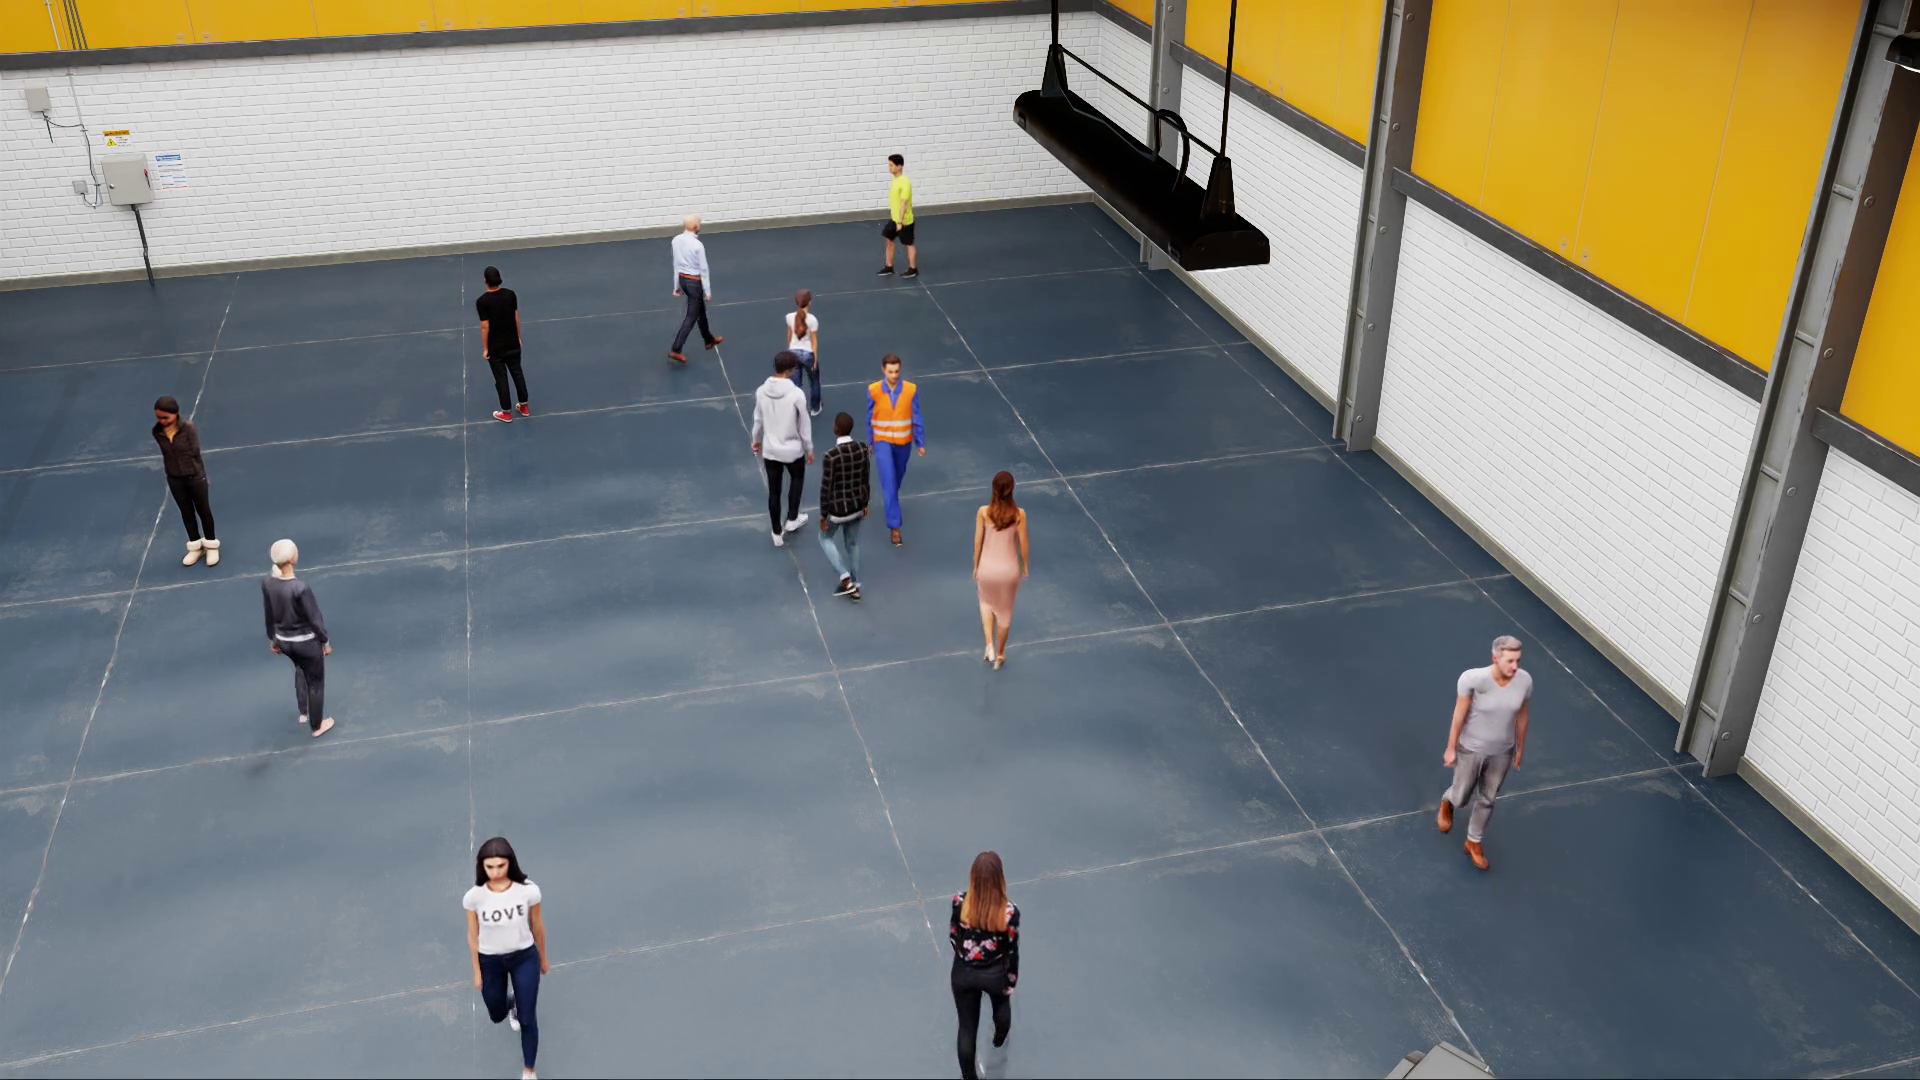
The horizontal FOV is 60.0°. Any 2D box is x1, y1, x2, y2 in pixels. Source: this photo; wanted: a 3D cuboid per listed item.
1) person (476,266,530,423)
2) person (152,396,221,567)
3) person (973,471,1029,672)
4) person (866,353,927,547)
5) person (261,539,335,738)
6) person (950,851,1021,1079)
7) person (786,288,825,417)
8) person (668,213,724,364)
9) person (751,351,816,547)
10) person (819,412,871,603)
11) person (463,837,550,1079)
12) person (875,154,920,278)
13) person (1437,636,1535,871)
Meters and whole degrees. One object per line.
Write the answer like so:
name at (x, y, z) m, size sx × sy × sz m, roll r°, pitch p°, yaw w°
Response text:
person at (-5.009, -2.152, 18.213) m, size 0.715 × 1.758 × 0.722 m, roll -24°, pitch 37°, yaw -37°
person at (-7.183, -0.589, 15.451) m, size 0.664 × 1.659 × 0.609 m, roll -7°, pitch 29°, yaw -13°
person at (0.307, 0.303, 13.648) m, size 0.714 × 1.819 × 0.753 m, roll 3°, pitch 29°, yaw 6°
person at (-0.649, -0.953, 15.950) m, size 0.730 × 1.819 × 1.245 m, roll -6°, pitch 29°, yaw -11°
person at (-5.157, 0.800, 12.850) m, size 0.747 × 1.710 × 0.772 m, roll 8°, pitch 30°, yaw 14°
person at (0.115, 2.571, 9.664) m, size 0.828 × 1.652 × 1.016 m, roll 4°, pitch 29°, yaw 7°
person at (-1.743, -1.966, 18.107) m, size 0.896 × 1.533 × 1.097 m, roll 7°, pitch 29°, yaw 13°
person at (-3.211, -2.942, 19.664) m, size 1.233 × 1.754 × 1.207 m, roll 20°, pitch 34°, yaw 32°
person at (-1.677, -0.818, 15.613) m, size 1.007 × 1.905 × 1.029 m, roll 5°, pitch 29°, yaw 9°
person at (-0.968, -0.235, 14.646) m, size 0.792 × 1.808 × 0.783 m, roll -18°, pitch 34°, yaw -30°
person at (-2.657, 2.448, 9.779) m, size 0.630 × 1.758 × 0.962 m, roll -6°, pitch 29°, yaw -11°
person at (-0.715, -4.341, 22.300) m, size 0.806 × 1.687 × 0.821 m, roll -16°, pitch 33°, yaw -27°
person at (3.633, 1.406, 11.626) m, size 0.789 × 1.818 × 0.888 m, roll -3°, pitch 29°, yaw -5°
